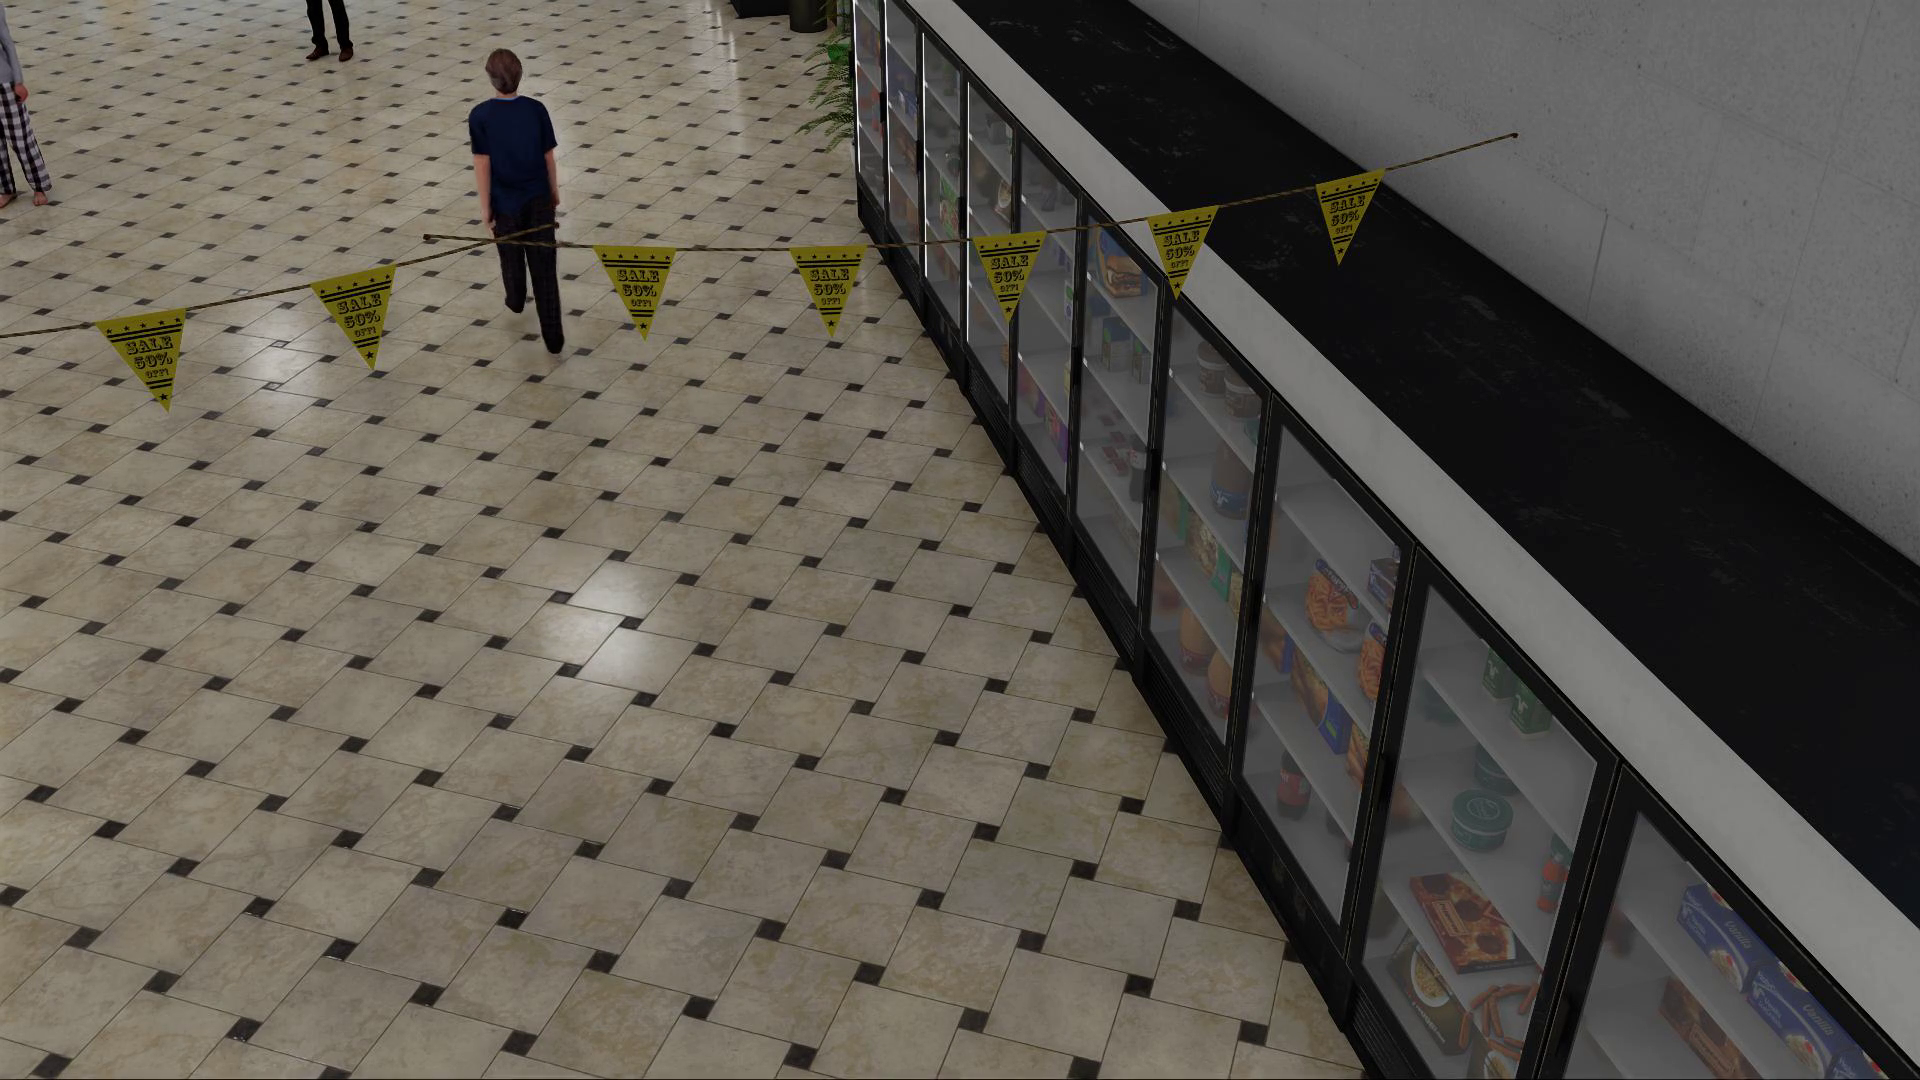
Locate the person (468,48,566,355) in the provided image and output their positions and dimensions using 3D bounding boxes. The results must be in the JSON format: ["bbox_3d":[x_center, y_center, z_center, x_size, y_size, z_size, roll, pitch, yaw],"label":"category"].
[{"bbox_3d":[-2.648,-2.003,10.149,1.165,1.816,0.853,-13,34,-20],"label":"person"}]

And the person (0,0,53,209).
[{"bbox_3d":[-7.222,-3.410,12.380,0.480,1.847,0.701,-6,32,-10],"label":"person"}]

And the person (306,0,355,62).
[{"bbox_3d":[-6.088,-5.464,15.772,0.663,1.751,0.796,3,32,5],"label":"person"}]
